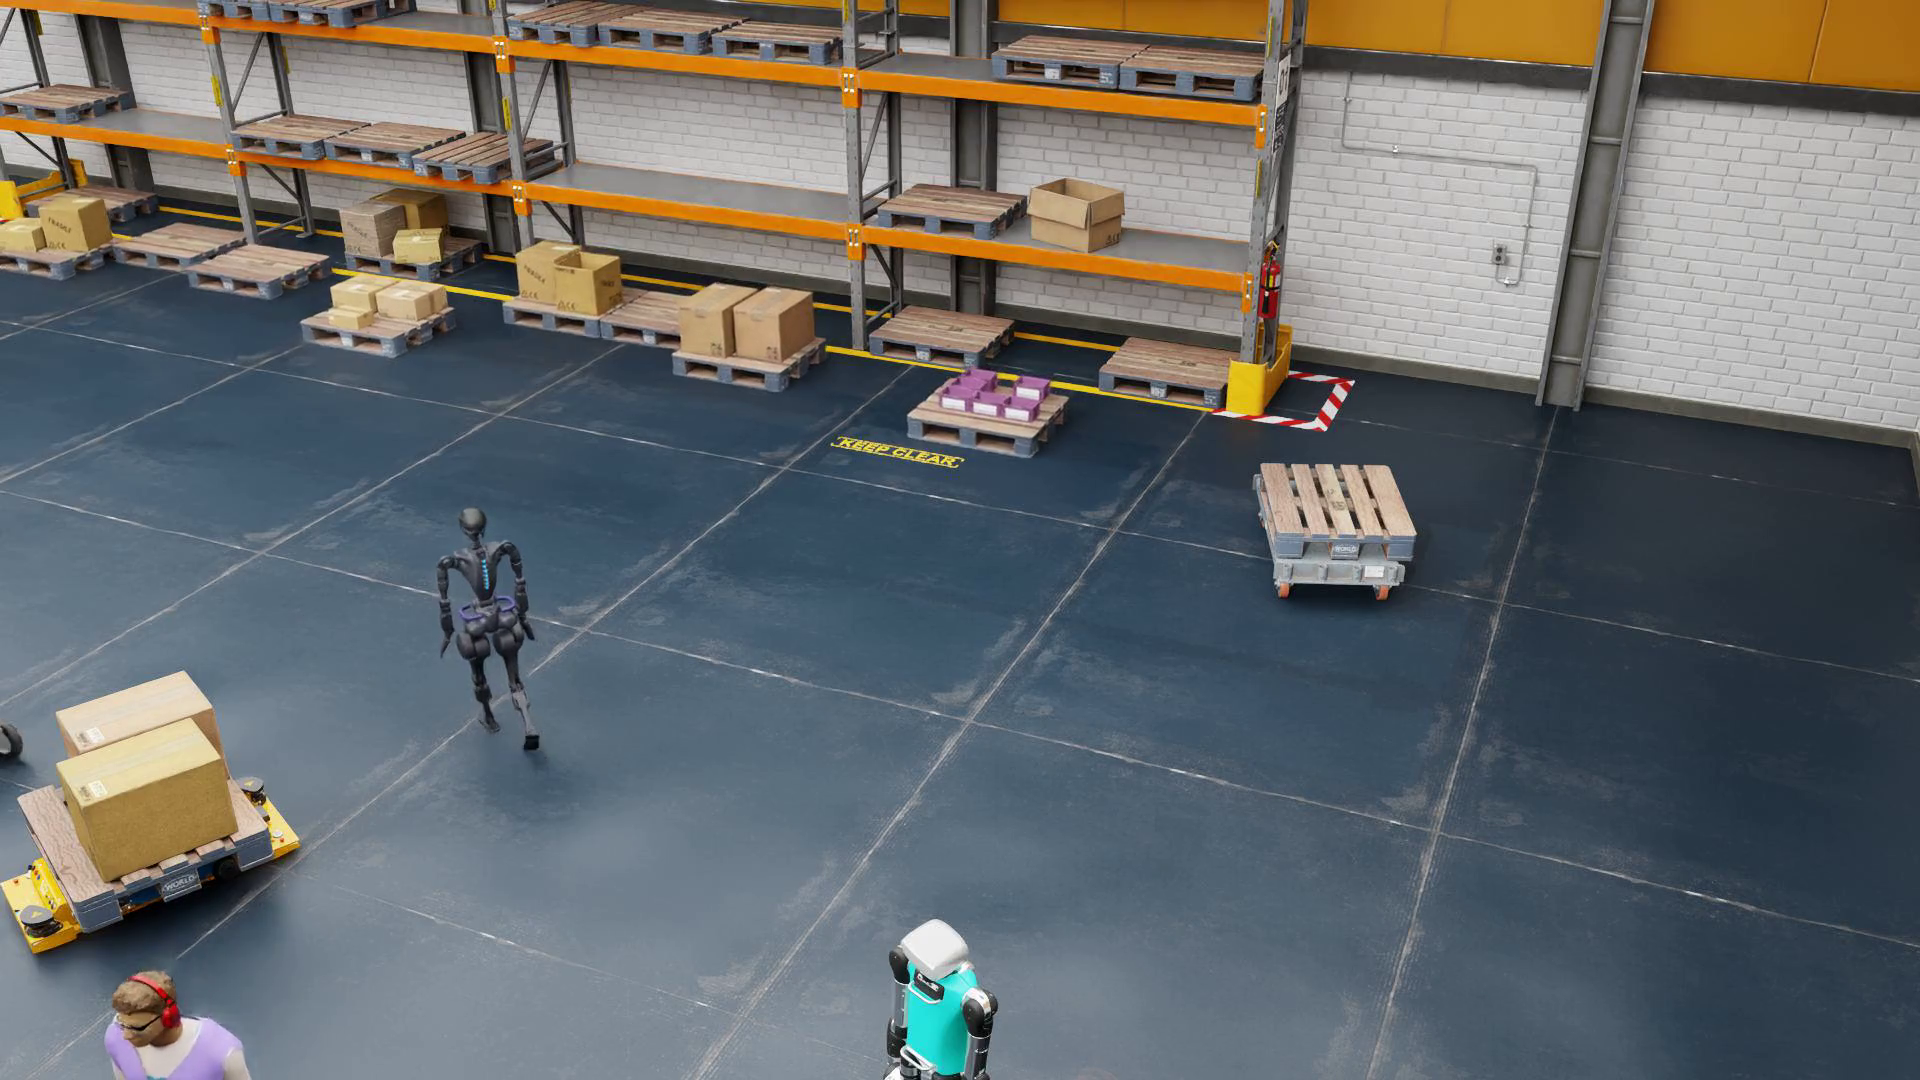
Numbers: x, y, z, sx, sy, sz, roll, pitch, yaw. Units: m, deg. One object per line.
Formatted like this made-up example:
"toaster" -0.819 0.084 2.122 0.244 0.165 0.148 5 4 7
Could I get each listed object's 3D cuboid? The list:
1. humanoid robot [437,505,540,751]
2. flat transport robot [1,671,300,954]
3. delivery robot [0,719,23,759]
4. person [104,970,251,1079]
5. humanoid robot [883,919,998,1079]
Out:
"humanoid robot" -2.927 0.562 10.338 0.591 1.637 0.705 -17 32 -29
"flat transport robot" -4.578 1.809 9.423 1.431 0.231 0.659 -21 34 -35
"delivery robot" -6.299 1.193 10.275 0.739 0.566 0.499 8 28 15
"person" -3.041 2.397 6.620 0.591 1.793 0.986 8 28 14
"humanoid robot" -0.240 2.345 6.642 0.739 1.673 0.531 -24 36 -38
